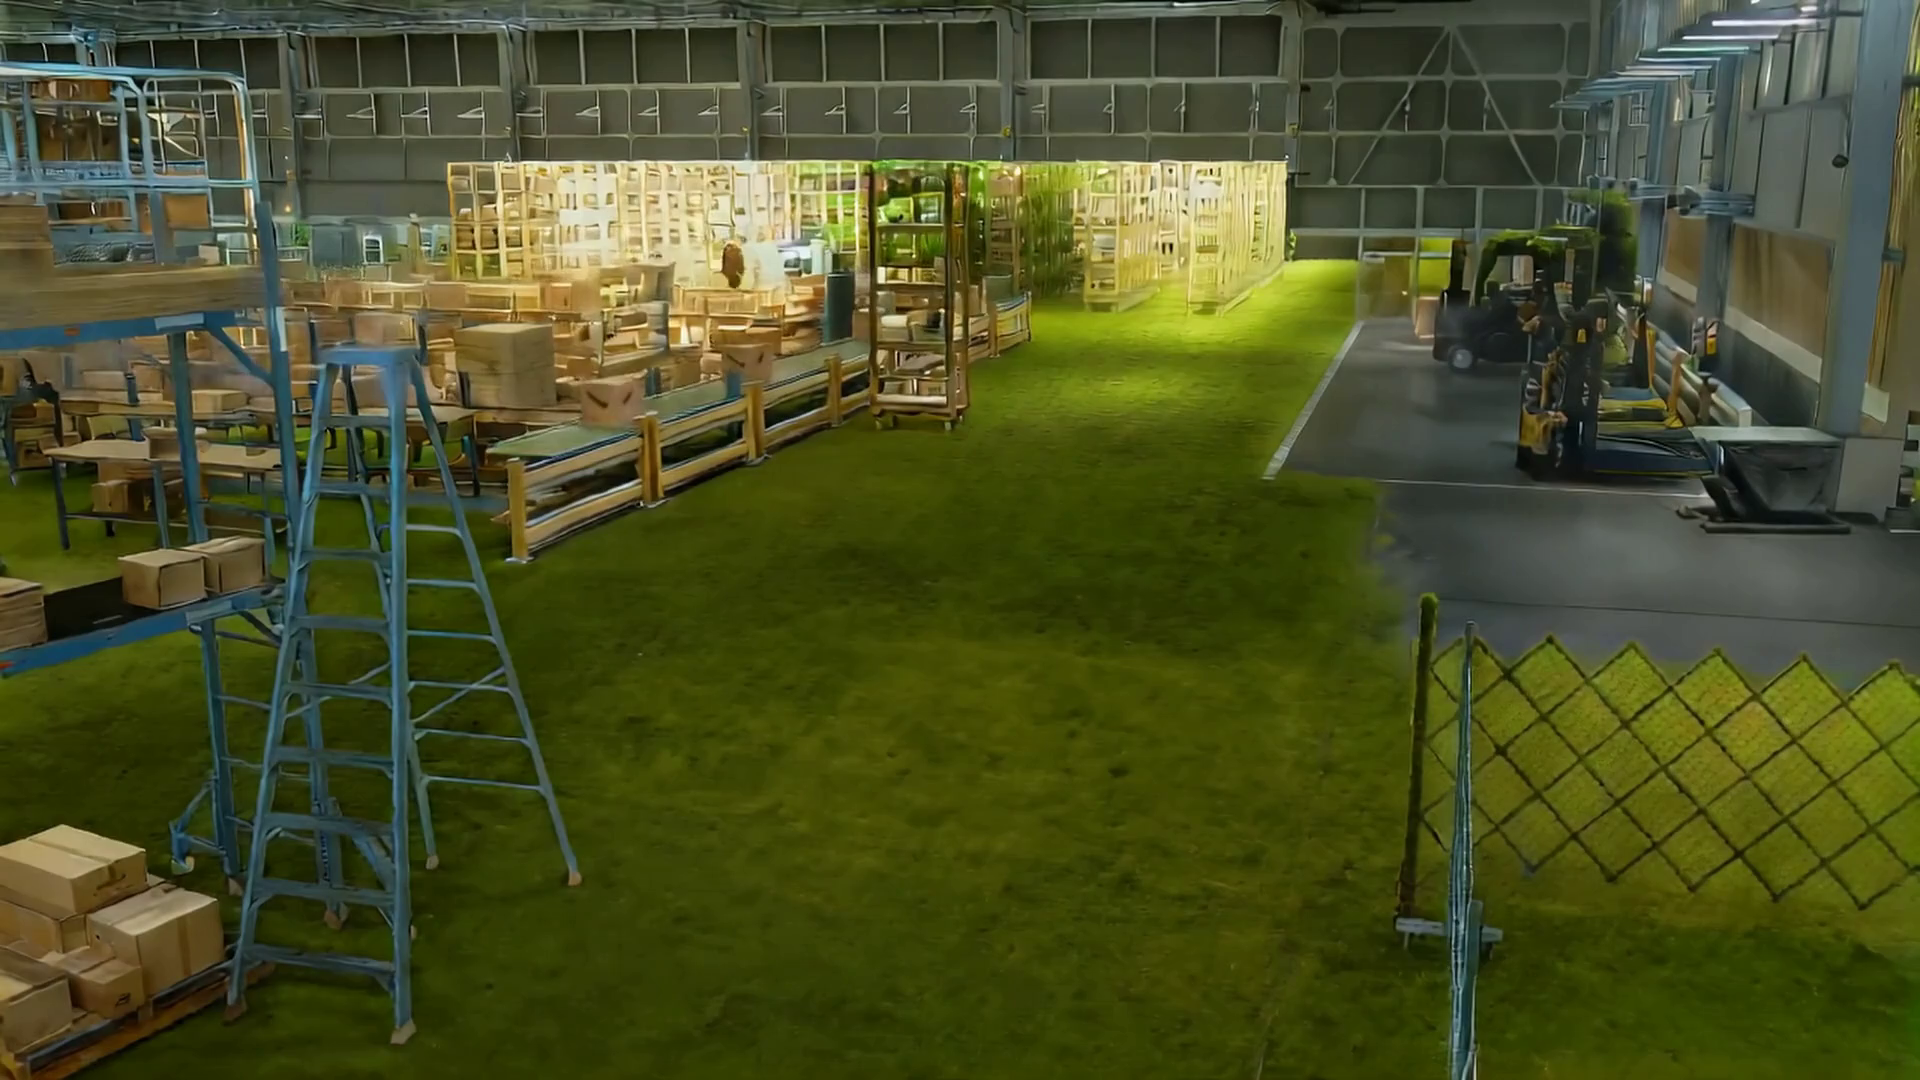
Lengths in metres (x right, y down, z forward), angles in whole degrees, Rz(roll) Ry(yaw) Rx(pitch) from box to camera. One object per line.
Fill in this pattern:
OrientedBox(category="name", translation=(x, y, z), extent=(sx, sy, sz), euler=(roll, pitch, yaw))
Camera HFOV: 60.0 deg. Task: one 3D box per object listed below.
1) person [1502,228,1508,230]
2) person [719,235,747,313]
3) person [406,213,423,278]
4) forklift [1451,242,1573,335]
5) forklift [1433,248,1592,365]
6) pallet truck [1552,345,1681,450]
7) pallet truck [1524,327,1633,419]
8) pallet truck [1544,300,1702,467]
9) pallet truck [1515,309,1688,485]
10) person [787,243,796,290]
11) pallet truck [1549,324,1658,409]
OrientedBox(category="person", translation=(14.733, -7.517, 45.046), extent=(0.575, 1.831, 0.408), euler=(0, 13, -2))
OrientedBox(category="person", translation=(-5.531, -6.437, 40.293), extent=(0.860, 1.876, 0.644), euler=(8, 15, 30))
OrientedBox(category="person", translation=(-17.009, -9.161, 51.773), extent=(0.382, 1.993, 0.622), euler=(-7, 15, -28))
OrientedBox(category="forklift", translation=(10.464, -4.597, 31.405), extent=(2.680, 1.987, 1.157), euler=(4, 14, 16))
OrientedBox(category="forklift", translation=(9.780, -4.111, 29.280), extent=(2.680, 1.987, 1.157), euler=(3, 13, 14))
OrientedBox(category="pallet truck", translation=(8.641, -1.896, 21.908), extent=(1.630, 1.274, 0.653), euler=(4, 14, 16))
OrientedBox(category="pallet truck", translation=(9.065, -2.460, 24.370), extent=(1.522, 1.261, 0.704), euler=(3, 13, 14))
OrientedBox(category="pallet truck", translation=(8.263, -1.952, 20.631), extent=(1.885, 1.965, 0.823), euler=(5, 14, 20))
OrientedBox(category="pallet truck", translation=(7.554, -1.677, 19.446), extent=(1.885, 1.965, 0.823), euler=(3, 13, 14))
OrientedBox(category="person", translation=(-3.827, -5.972, 38.480), extent=(0.950, 1.782, 0.583), euler=(2, 13, 8))
OrientedBox(category="pallet truck", translation=(9.824, -2.669, 25.407), extent=(1.601, 1.201, 0.680), euler=(4, 14, 16))
